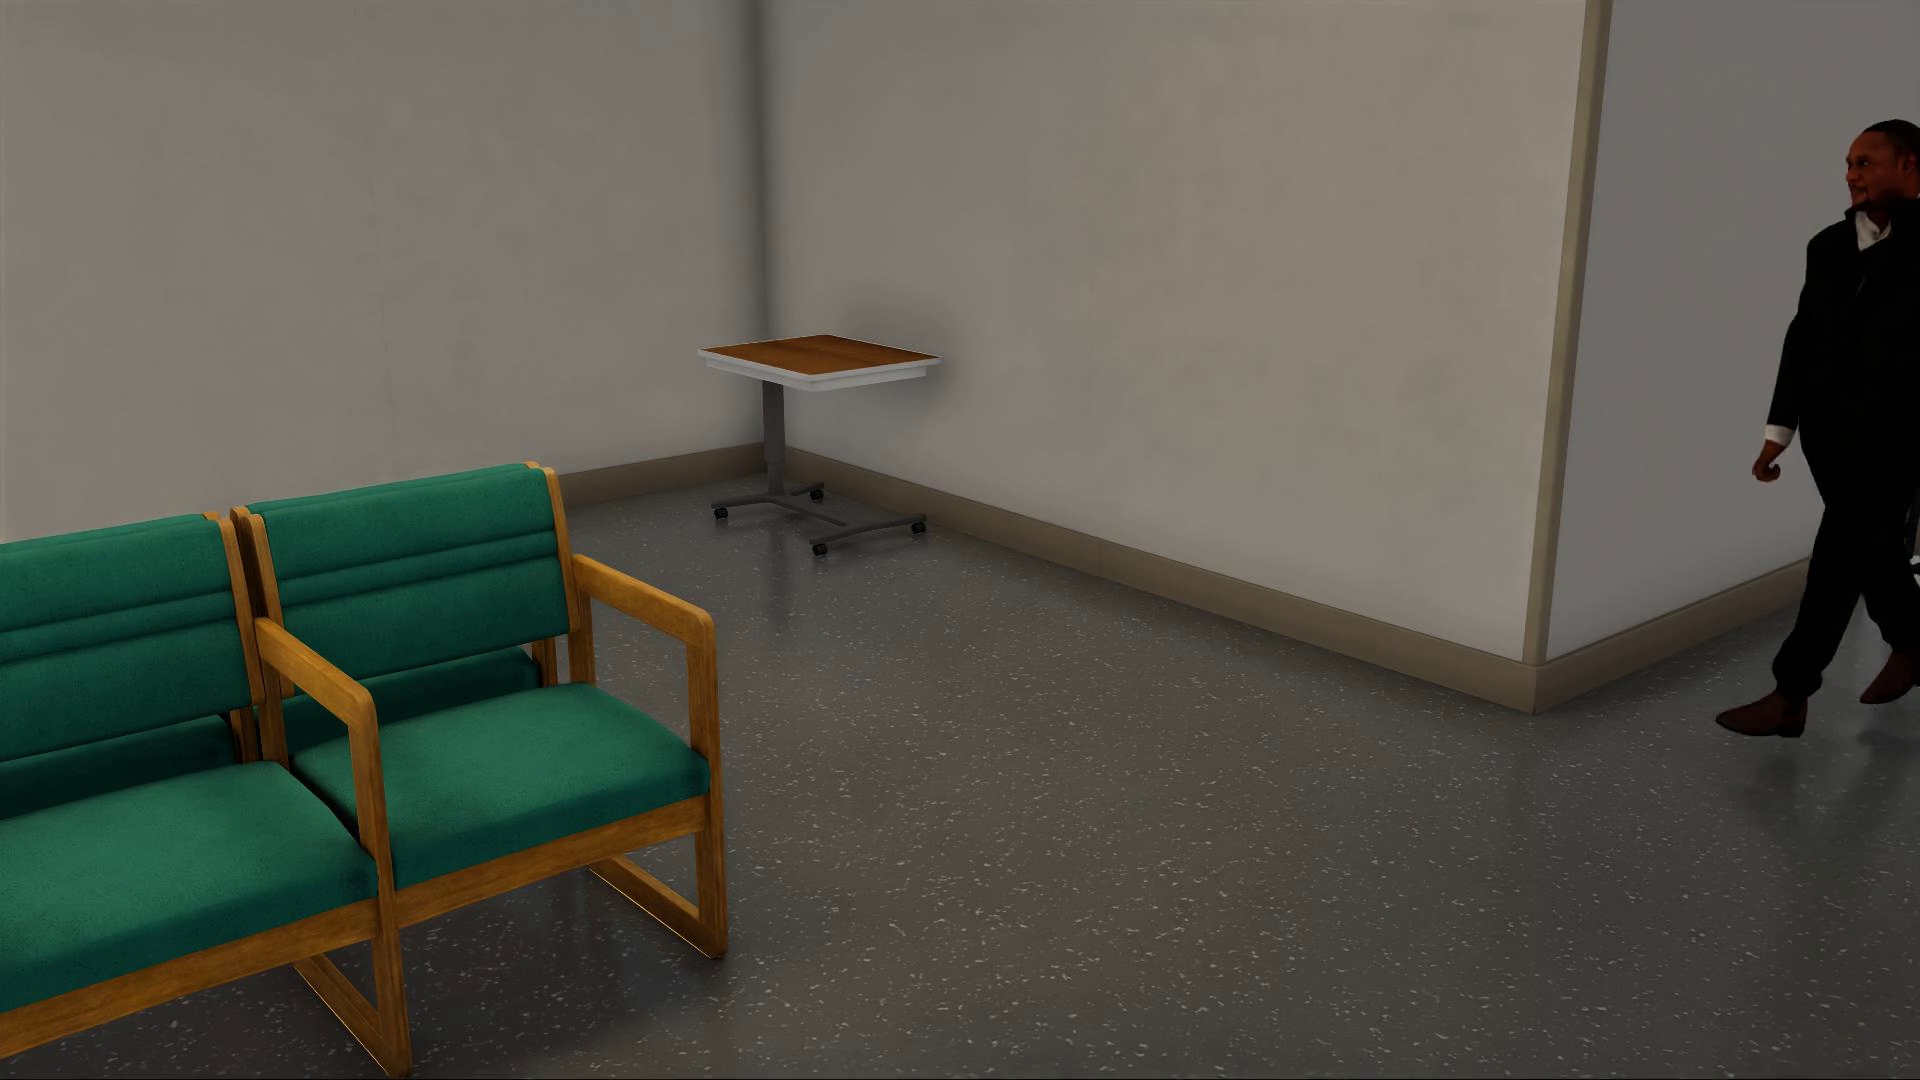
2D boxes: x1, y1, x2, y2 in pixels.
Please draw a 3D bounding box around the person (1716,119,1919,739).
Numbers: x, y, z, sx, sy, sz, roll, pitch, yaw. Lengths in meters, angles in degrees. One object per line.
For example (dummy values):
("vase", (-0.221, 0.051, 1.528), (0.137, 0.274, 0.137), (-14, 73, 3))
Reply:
("person", (2.880, -0.307, 5.162), (1.002, 1.853, 1.289), (-8, 17, -25))
